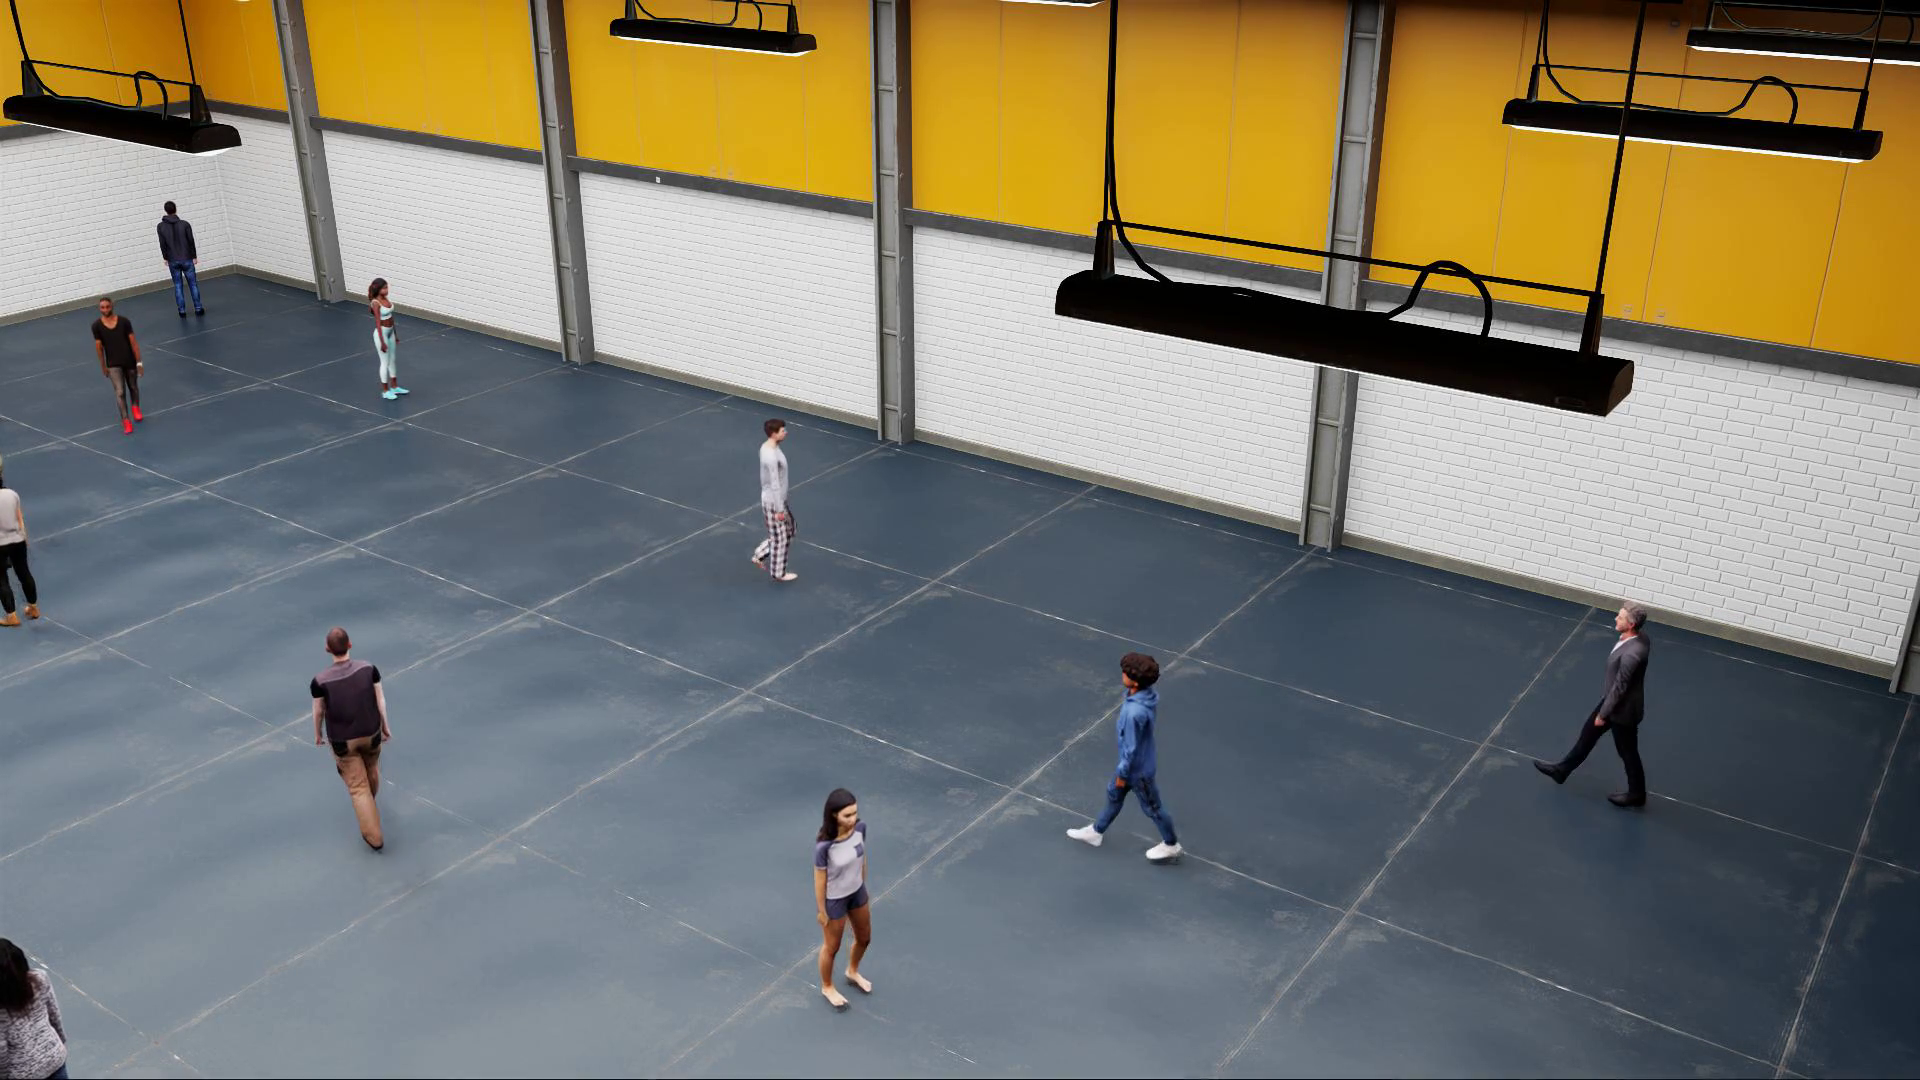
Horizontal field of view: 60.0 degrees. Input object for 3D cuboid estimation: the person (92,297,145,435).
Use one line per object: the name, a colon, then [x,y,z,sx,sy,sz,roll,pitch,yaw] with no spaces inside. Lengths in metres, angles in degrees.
person: [-11.136,-2.363,22.109,1.021,1.764,1.284,-12,26,-26]

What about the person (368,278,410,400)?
person: [-8.029,-2.827,23.220,0.662,1.723,0.648,4,24,9]

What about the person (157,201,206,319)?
person: [-12.642,-4.552,26.953,0.761,1.894,0.772,-9,25,-20]

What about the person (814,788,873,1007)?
person: [-0.816,2.401,11.264,0.611,1.720,0.631,21,31,39]

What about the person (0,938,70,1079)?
person: [-5.441,3.059,9.743,0.571,1.733,0.642,11,26,23]

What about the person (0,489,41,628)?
person: [-9.560,0.033,16.680,0.542,1.722,0.598,15,28,31]

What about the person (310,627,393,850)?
person: [-4.728,1.587,13.043,0.959,1.787,1.257,-16,28,-31]

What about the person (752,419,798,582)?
person: [-2.032,-0.410,17.548,0.907,1.837,0.846,-3,24,-7]

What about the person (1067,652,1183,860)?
person: [1.441,1.709,12.788,1.265,1.768,1.013,4,24,9]

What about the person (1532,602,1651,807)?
person: [5.457,1.373,13.519,1.242,1.797,0.948,9,25,19]
